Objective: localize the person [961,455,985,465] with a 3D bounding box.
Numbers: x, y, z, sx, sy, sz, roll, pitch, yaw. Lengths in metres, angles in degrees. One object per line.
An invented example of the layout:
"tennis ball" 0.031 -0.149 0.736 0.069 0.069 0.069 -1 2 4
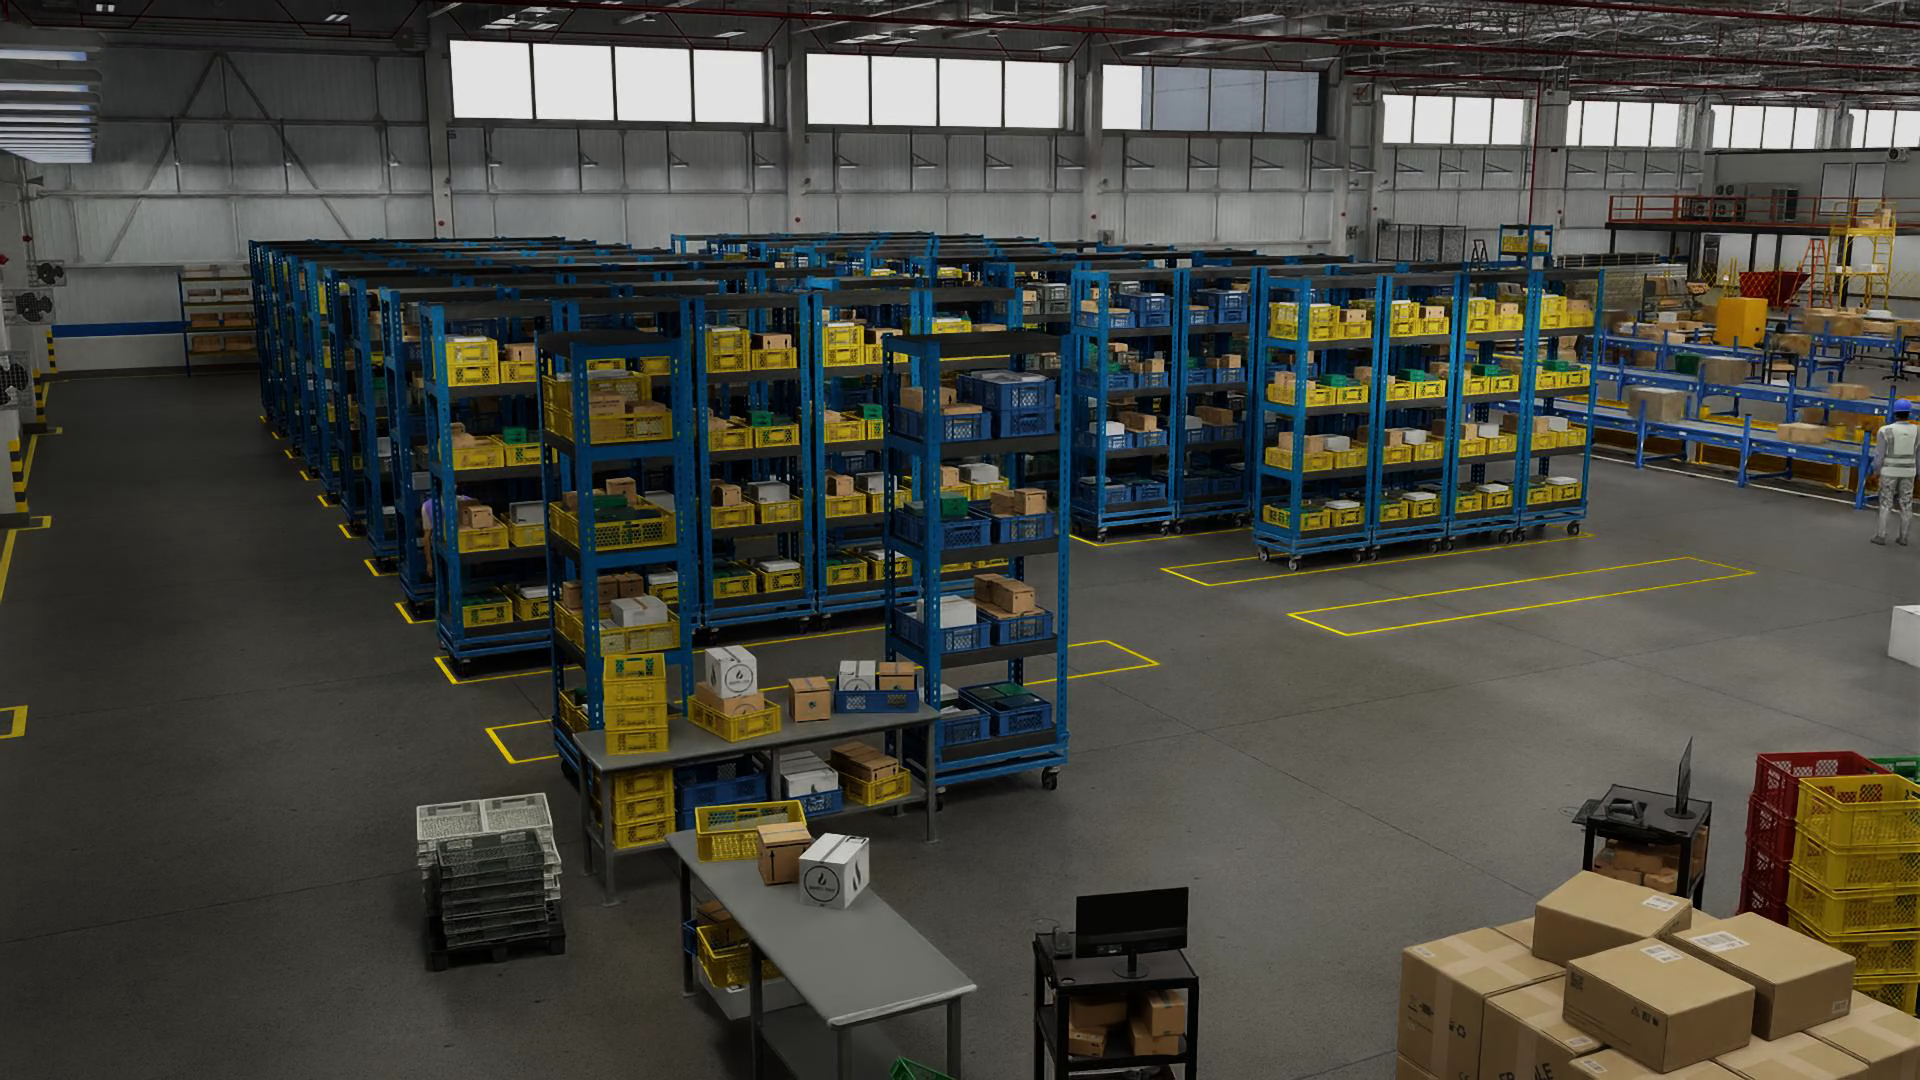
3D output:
"person" 0.213 -0.928 22.324 0.403 1.827 0.600 -2 12 -8

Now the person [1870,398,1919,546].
"person" 12.309 -0.886 21.861 0.605 1.944 0.402 2 12 8

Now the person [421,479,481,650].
"person" -5.214 0.187 17.071 0.569 1.844 0.378 -9 15 -37

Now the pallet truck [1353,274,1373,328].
"pallet truck" 13.011 -8.050 55.243 0.823 1.965 1.885 -7 14 -28
